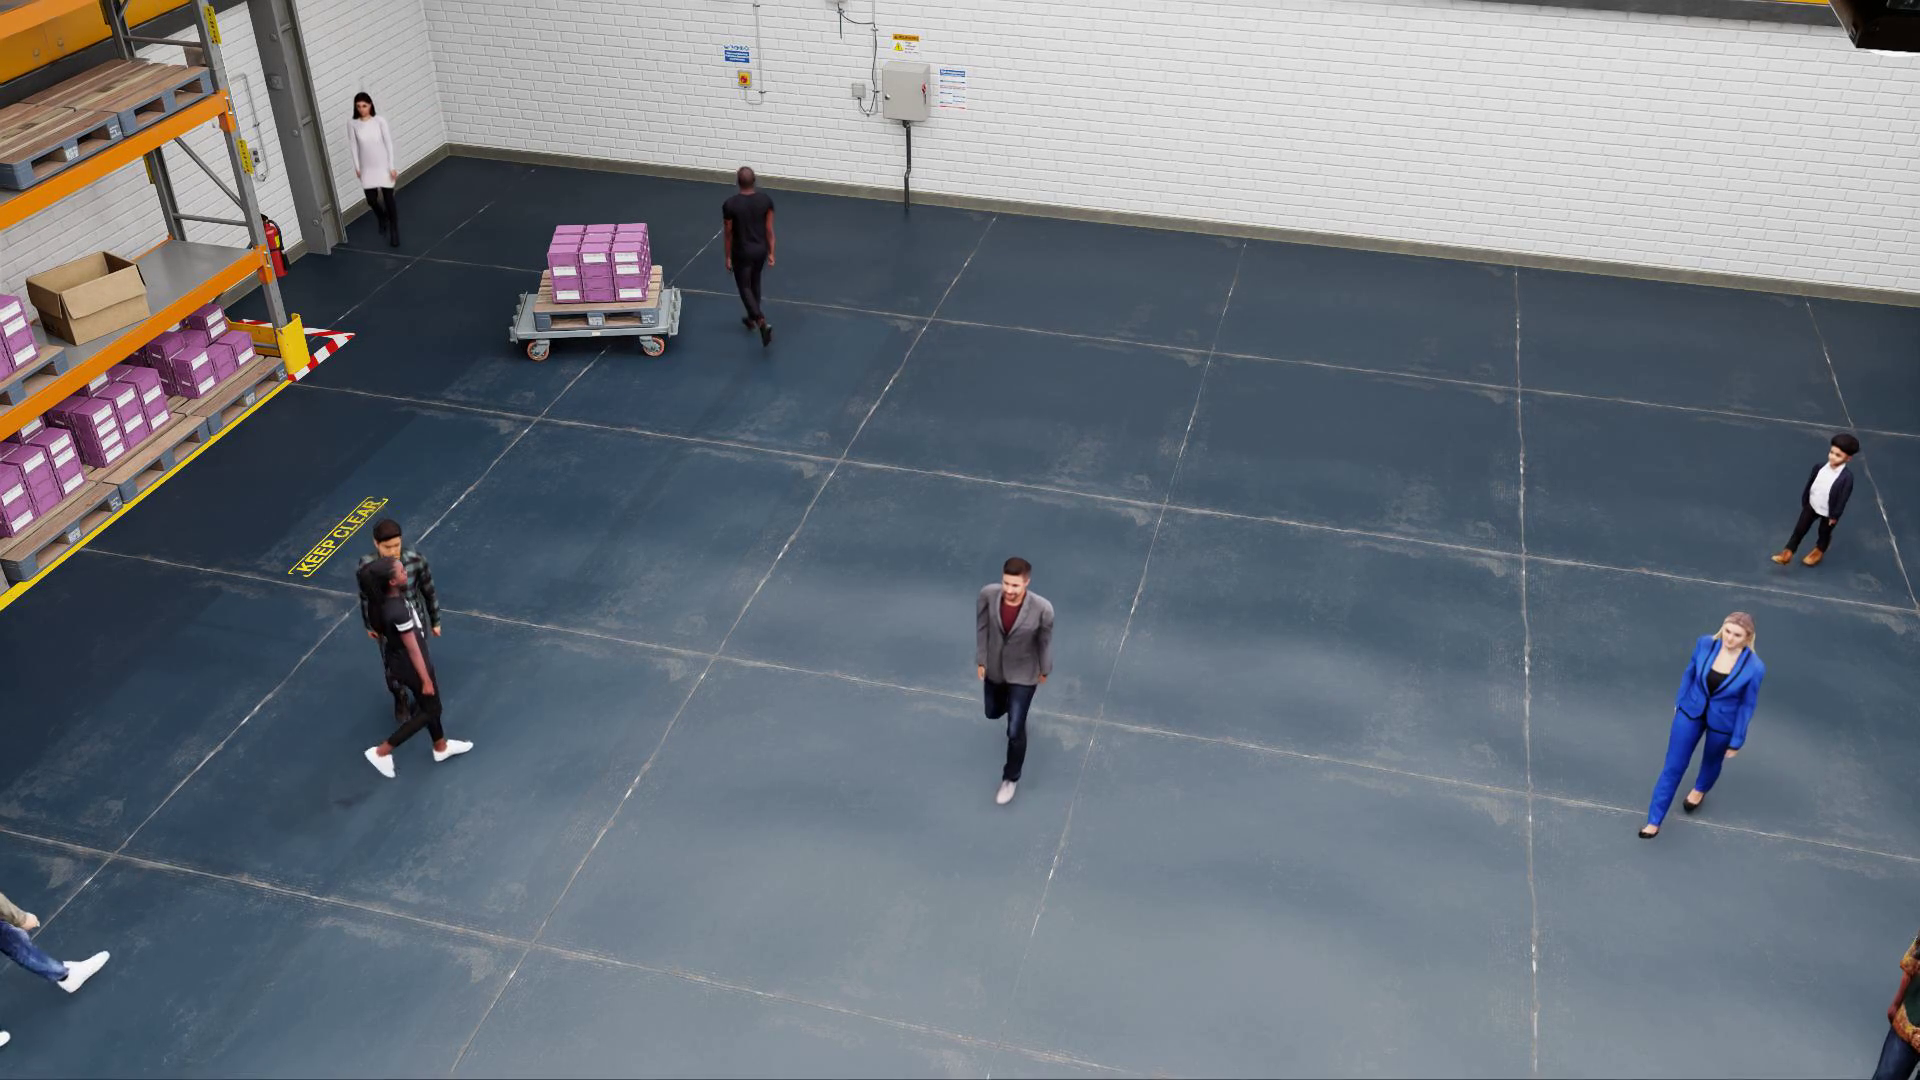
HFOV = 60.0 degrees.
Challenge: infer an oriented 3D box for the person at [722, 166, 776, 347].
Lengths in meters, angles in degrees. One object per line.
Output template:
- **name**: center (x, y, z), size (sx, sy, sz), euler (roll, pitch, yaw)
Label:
- **person**: center (-2.072, -2.798, 16.544), size (1.092, 1.799, 1.188), euler (-14, 36, -20)

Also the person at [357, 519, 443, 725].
- **person**: center (-3.921, 0.520, 11.643), size (0.822, 1.693, 0.844), euler (-11, 35, -17)

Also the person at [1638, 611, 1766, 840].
- **person**: center (4.881, 1.143, 10.745), size (0.974, 1.657, 1.205), euler (26, 42, 34)

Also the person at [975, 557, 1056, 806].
- **person**: center (0.363, 0.822, 11.055), size (0.796, 1.846, 1.126), euler (13, 36, 19)

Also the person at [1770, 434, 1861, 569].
- **person**: center (6.973, -0.308, 13.338), size (0.863, 1.202, 0.793), euler (-19, 38, -26)

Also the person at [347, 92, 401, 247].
- **person**: center (-6.512, -4.192, 18.650), size (0.787, 1.789, 0.880), euler (-6, 34, -9)

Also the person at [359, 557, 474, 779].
- **person**: center (-3.730, 0.879, 11.087), size (1.028, 1.717, 0.964), euler (-18, 38, -25)
